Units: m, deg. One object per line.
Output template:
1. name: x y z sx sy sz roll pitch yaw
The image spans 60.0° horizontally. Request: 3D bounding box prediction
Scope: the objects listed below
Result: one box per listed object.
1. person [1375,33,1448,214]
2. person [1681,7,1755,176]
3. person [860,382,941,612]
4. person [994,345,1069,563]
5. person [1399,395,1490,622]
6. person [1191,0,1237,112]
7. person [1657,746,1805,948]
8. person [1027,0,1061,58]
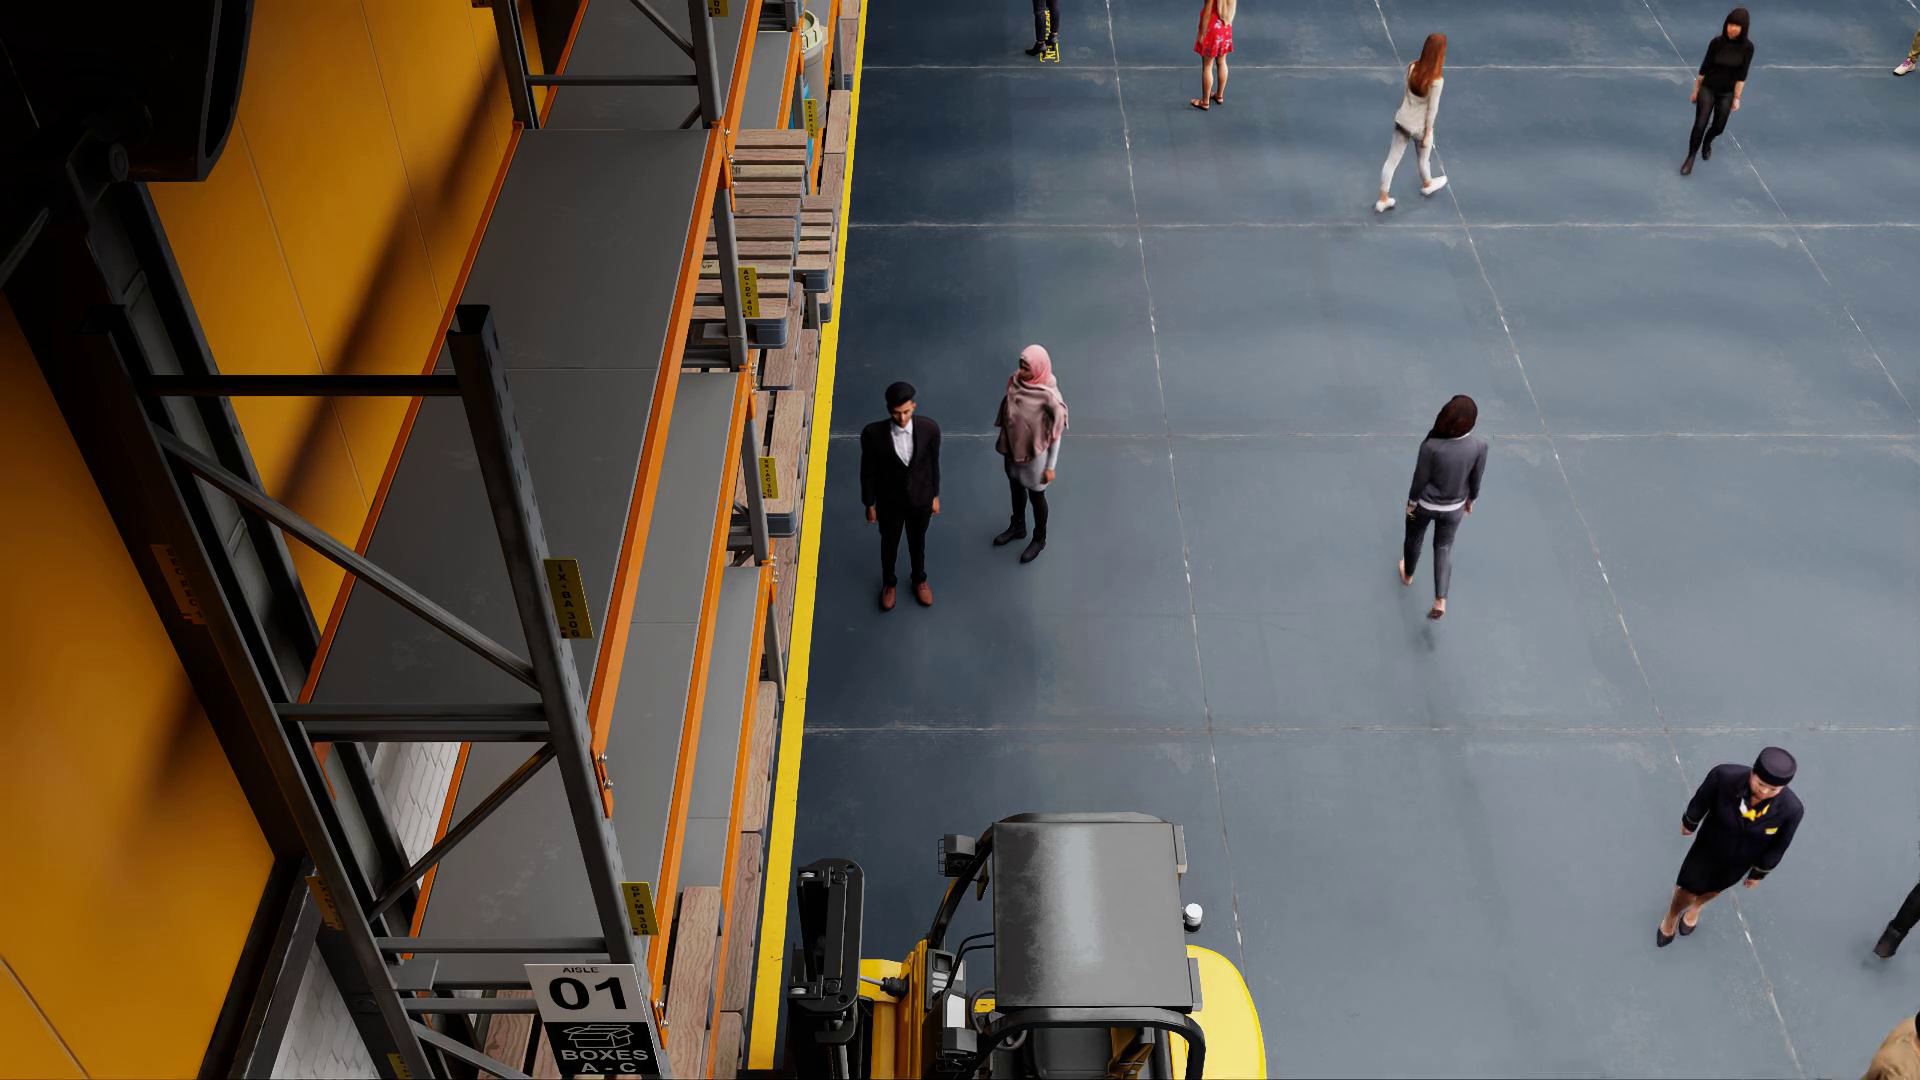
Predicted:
1. person: 4.003 -3.689 14.896 1.063 1.680 1.055 -30 51 -28
2. person: 7.057 -4.193 15.466 0.734 1.624 0.813 18 47 18
3. person: -0.383 -0.315 11.206 0.739 1.884 0.629 -8 44 -9
4. person: 0.479 -0.608 11.572 0.738 1.803 0.797 34 53 30
5. person: 3.238 -0.198 11.182 0.643 1.749 0.984 2 44 2
6. person: 2.520 -4.999 16.333 0.665 1.594 0.702 -26 49 -24
7. person: 4.326 1.657 9.299 0.805 1.660 0.833 22 48 21
8. person: 0.887 -5.830 17.093 0.760 1.749 0.699 34 53 31
